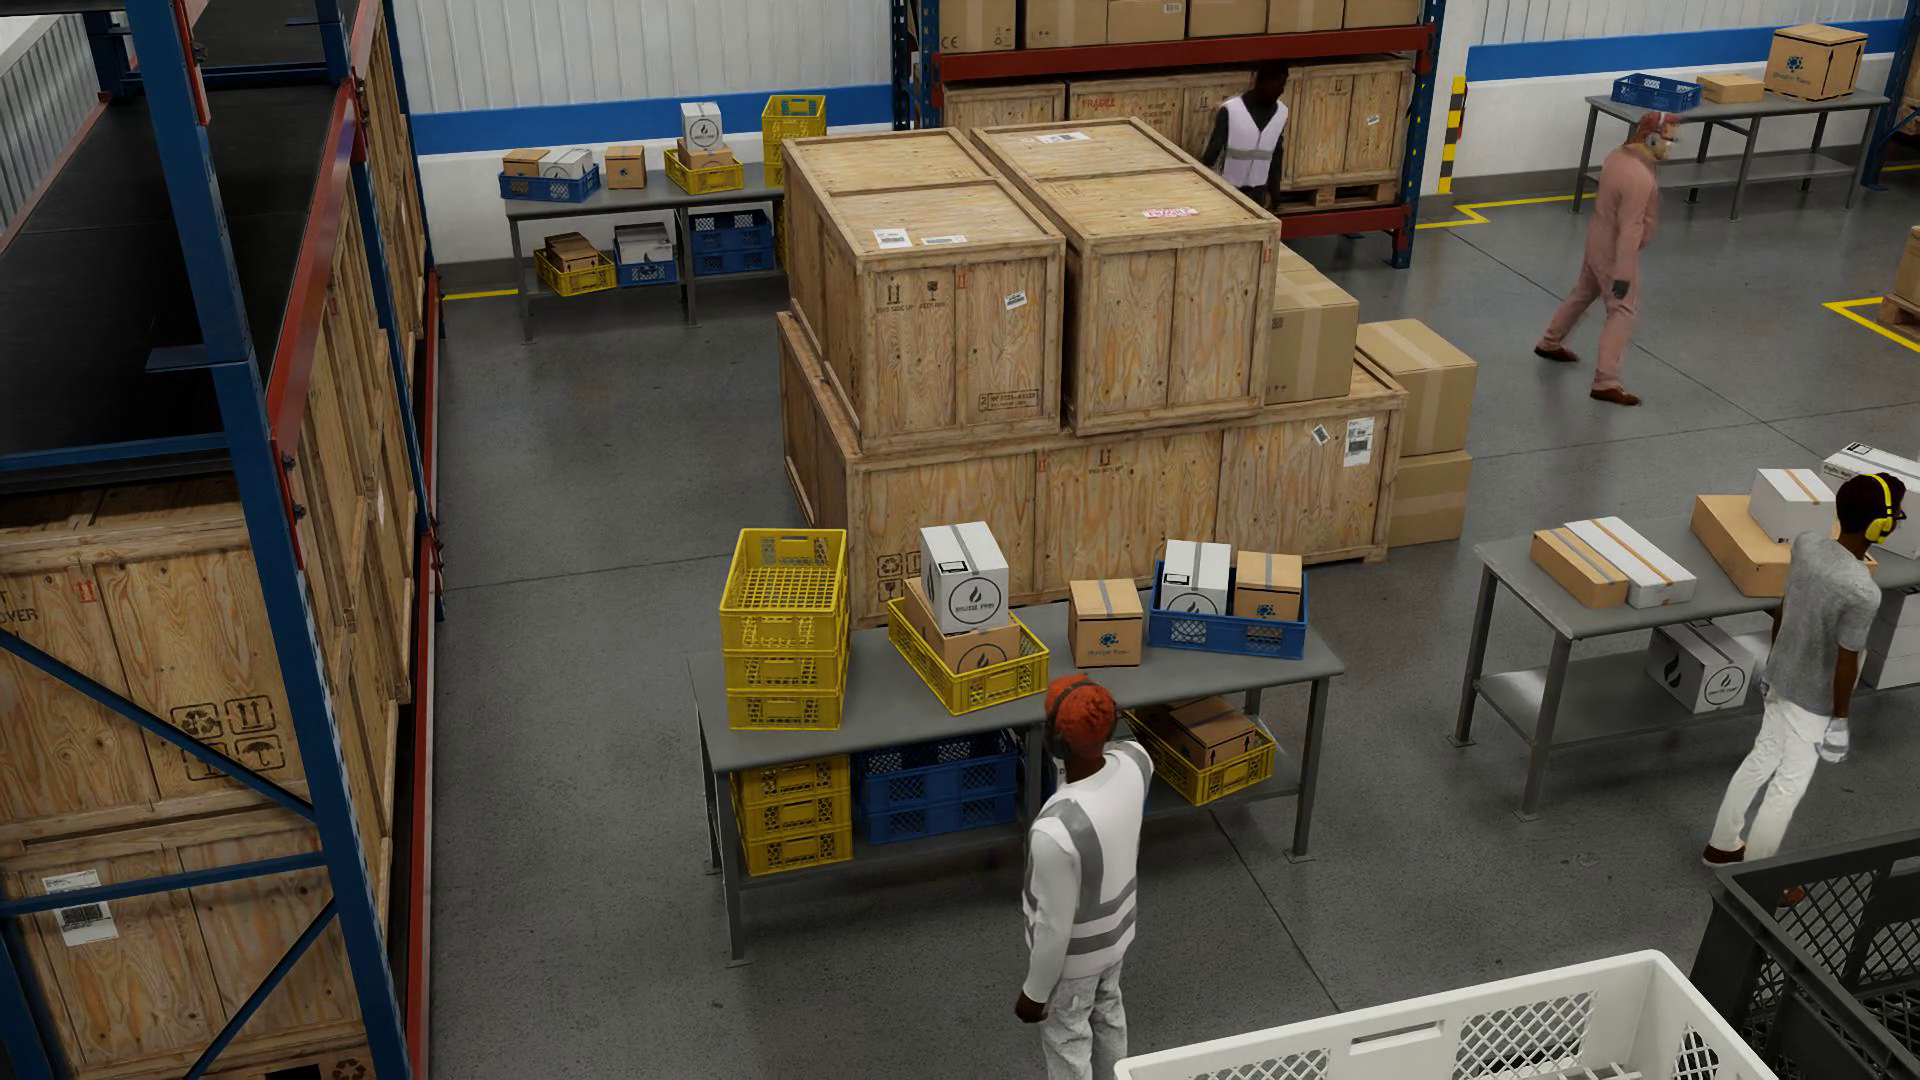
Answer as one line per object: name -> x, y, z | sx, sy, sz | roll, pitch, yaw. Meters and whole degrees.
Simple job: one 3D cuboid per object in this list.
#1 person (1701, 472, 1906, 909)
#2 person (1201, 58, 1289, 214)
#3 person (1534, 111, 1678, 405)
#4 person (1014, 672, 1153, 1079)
person -> 3.250, 0.593, 6.386 | 0.318, 1.857, 0.519 | -1, 29, -2
person -> 1.975, -2.547, 12.065 | 0.765, 1.874, 0.392 | -10, 31, -18
person -> 4.266, -1.881, 10.881 | 0.542, 1.862, 0.819 | 2, 29, 4
person -> 0.366, 1.235, 5.186 | 0.340, 1.881, 0.586 | 17, 33, 28
